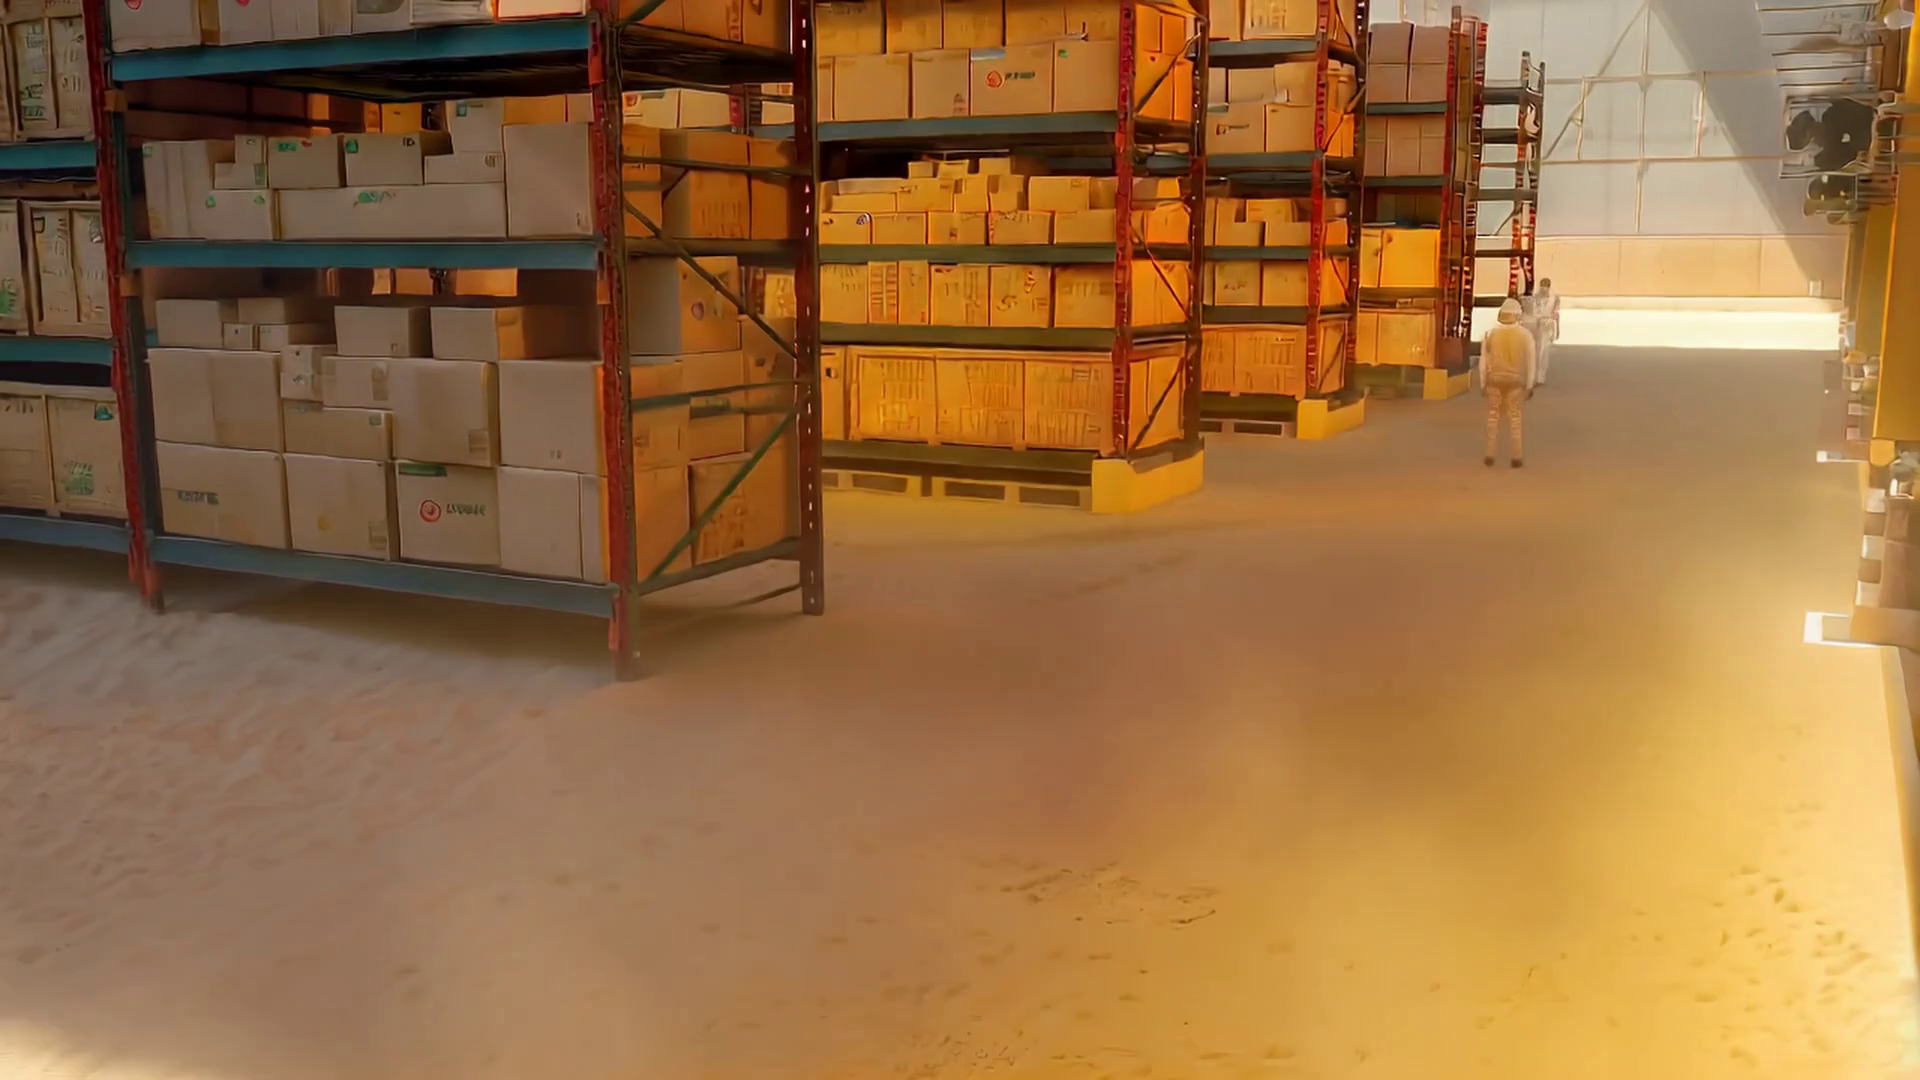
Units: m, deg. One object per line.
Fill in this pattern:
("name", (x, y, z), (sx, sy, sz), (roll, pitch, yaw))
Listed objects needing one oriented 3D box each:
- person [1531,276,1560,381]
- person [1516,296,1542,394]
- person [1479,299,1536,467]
("person", (10.660, -3.861, 30.388), (0.556, 1.924, 0.539), (4, 11, 23))
("person", (9.352, -3.219, 27.493), (0.538, 1.624, 0.413), (7, 12, 37))
("person", (5.973, -1.708, 18.166), (0.591, 1.833, 0.403), (3, 10, 19))
